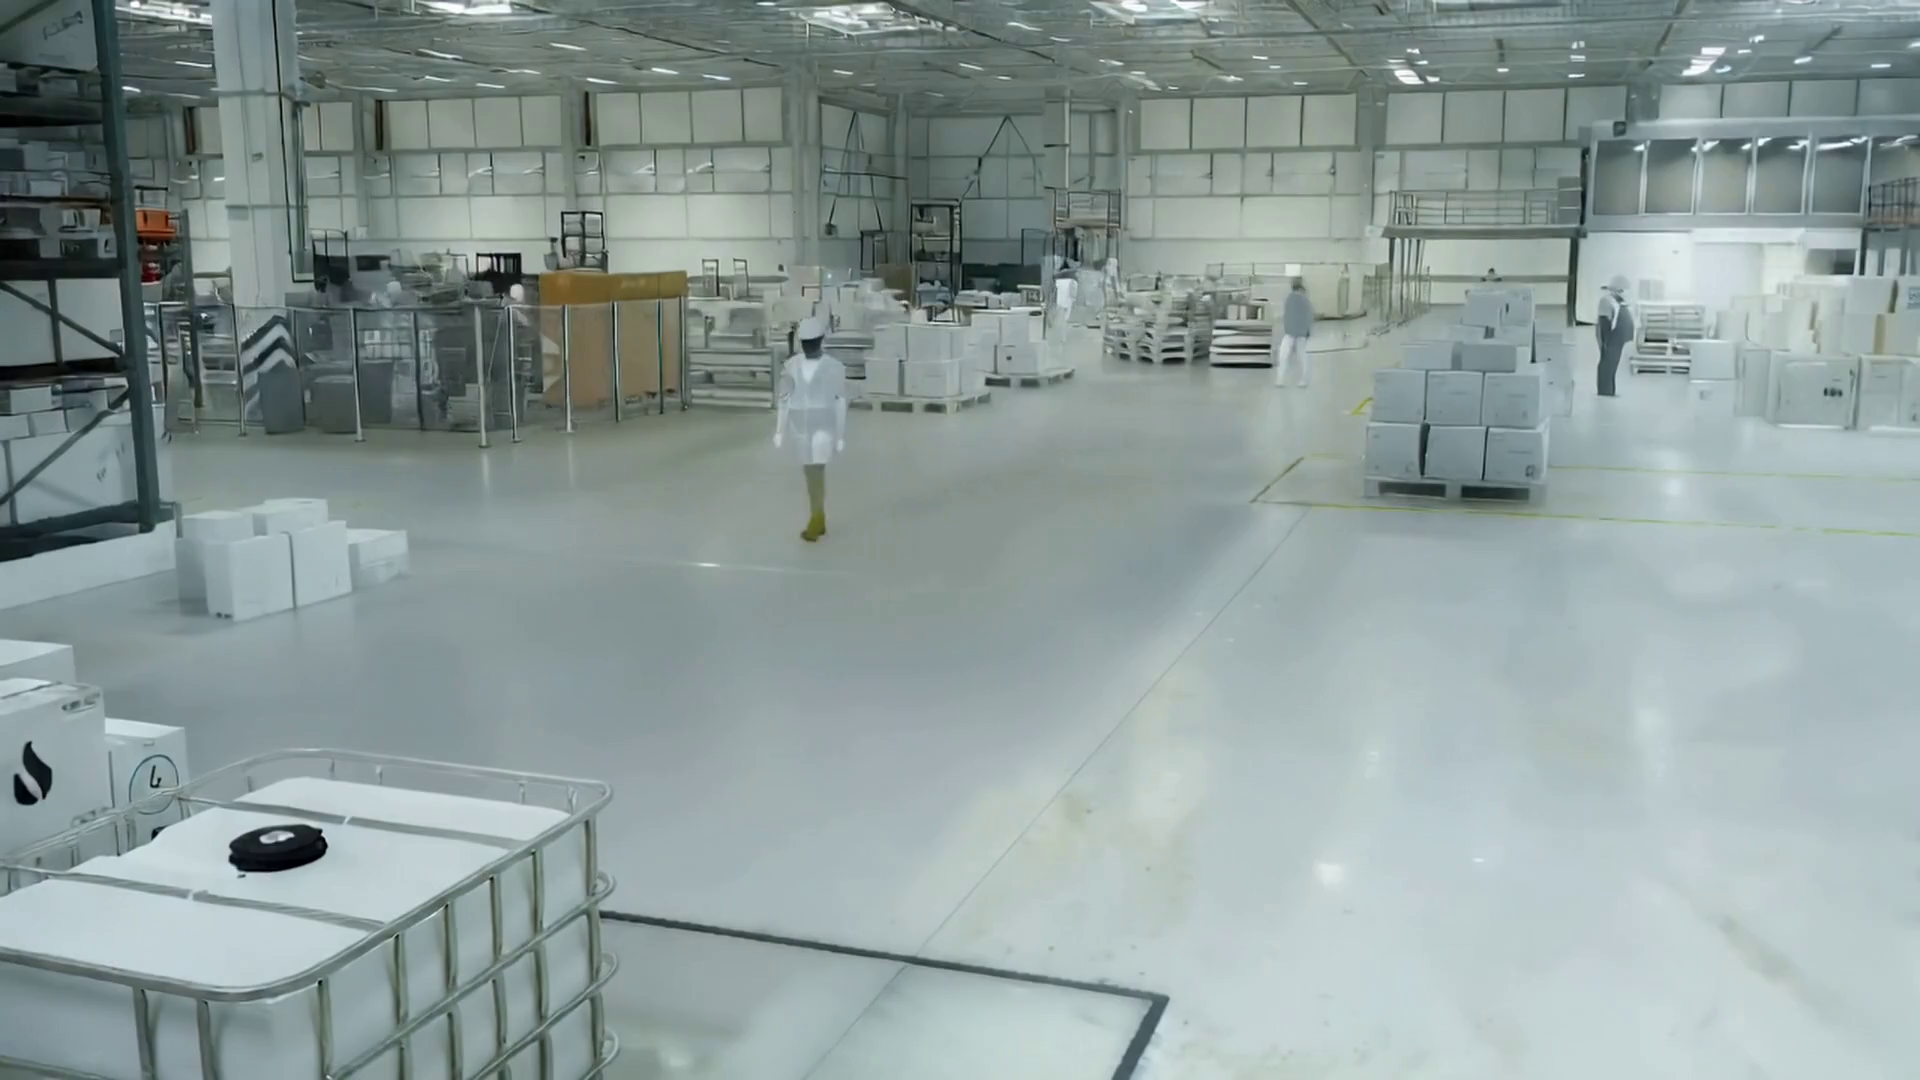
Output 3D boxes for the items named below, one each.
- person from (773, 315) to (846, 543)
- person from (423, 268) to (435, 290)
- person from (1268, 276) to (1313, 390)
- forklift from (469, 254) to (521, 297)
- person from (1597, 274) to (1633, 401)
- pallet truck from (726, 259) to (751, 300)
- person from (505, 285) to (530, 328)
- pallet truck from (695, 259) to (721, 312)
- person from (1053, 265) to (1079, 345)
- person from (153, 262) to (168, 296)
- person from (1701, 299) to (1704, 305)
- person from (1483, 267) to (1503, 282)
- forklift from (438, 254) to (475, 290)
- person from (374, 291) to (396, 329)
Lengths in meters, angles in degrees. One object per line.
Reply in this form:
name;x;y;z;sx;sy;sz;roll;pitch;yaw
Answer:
person;-1.290;-0.926;14.034;0.559;1.907;0.832;4;11;21
person;-19.397;-9.191;60.793;0.403;1.827;0.600;-7;12;-35
person;5.700;-3.530;28.546;0.966;1.951;0.653;-9;14;-43
forklift;-17.990;-10.121;64.684;1.157;1.987;2.680;3;11;17
person;10.548;-3.256;26.771;0.537;2.000;0.682;8;13;39
pallet truck;-7.986;-9.493;62.019;0.823;1.965;1.885;3;11;17
person;-7.870;-3.614;29.507;0.934;1.794;0.606;4;11;20
pallet truck;-9.165;-9.627;62.776;0.823;1.965;1.885;4;11;23
person;2.689;-5.922;41.910;0.613;1.988;1.044;4;11;19
person;-27.647;-8.639;57.464;0.637;1.911;0.406;6;12;30
person;23.307;-7.777;52.725;0.953;1.869;0.644;-1;10;-3
person;15.245;-6.880;47.663;0.606;1.869;0.531;5;11;25
forklift;-20.133;-10.254;65.465;1.157;1.987;2.680;3;11;19
person;-10.824;-3.873;31.339;0.887;1.649;0.546;4;11;23
